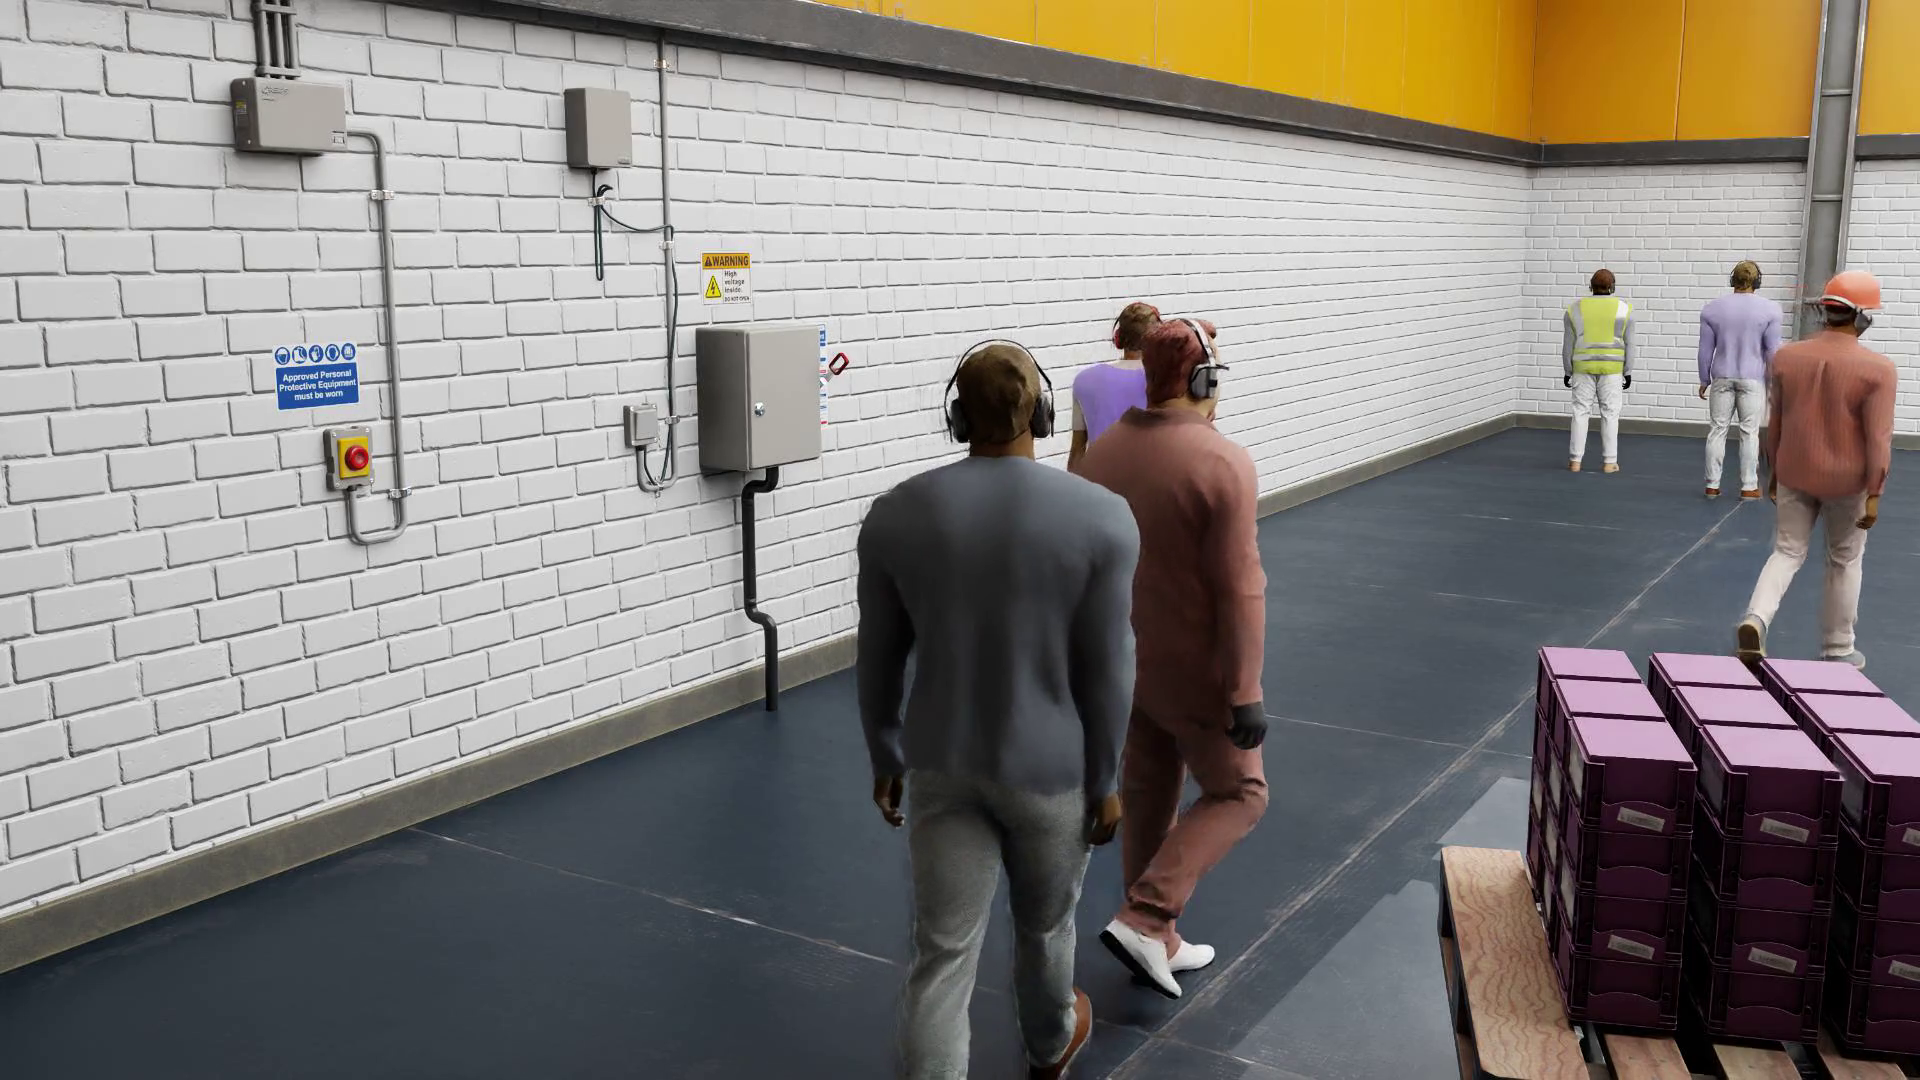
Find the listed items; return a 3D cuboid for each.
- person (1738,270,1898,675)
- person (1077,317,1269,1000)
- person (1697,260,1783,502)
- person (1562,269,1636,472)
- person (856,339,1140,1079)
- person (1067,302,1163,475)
[{"bbox_3d":[4.091,-0.297,7.928,0.825,1.968,0.619,-8,13,-38],"label":"person"},{"bbox_3d":[0.582,0.342,4.571,0.461,1.891,0.669,-7,13,-35],"label":"person"},{"bbox_3d":[6.285,-1.280,13.440,0.627,1.941,0.371,8,13,37],"label":"person"},{"bbox_3d":[5.789,-1.531,15.104,0.627,1.844,0.429,4,11,23],"label":"person"},{"bbox_3d":[0.082,0.501,3.736,0.645,1.878,0.990,3,11,14],"label":"person"},{"bbox_3d":[0.829,-0.173,7.639,0.602,1.809,0.840,4,11,22],"label":"person"}]
